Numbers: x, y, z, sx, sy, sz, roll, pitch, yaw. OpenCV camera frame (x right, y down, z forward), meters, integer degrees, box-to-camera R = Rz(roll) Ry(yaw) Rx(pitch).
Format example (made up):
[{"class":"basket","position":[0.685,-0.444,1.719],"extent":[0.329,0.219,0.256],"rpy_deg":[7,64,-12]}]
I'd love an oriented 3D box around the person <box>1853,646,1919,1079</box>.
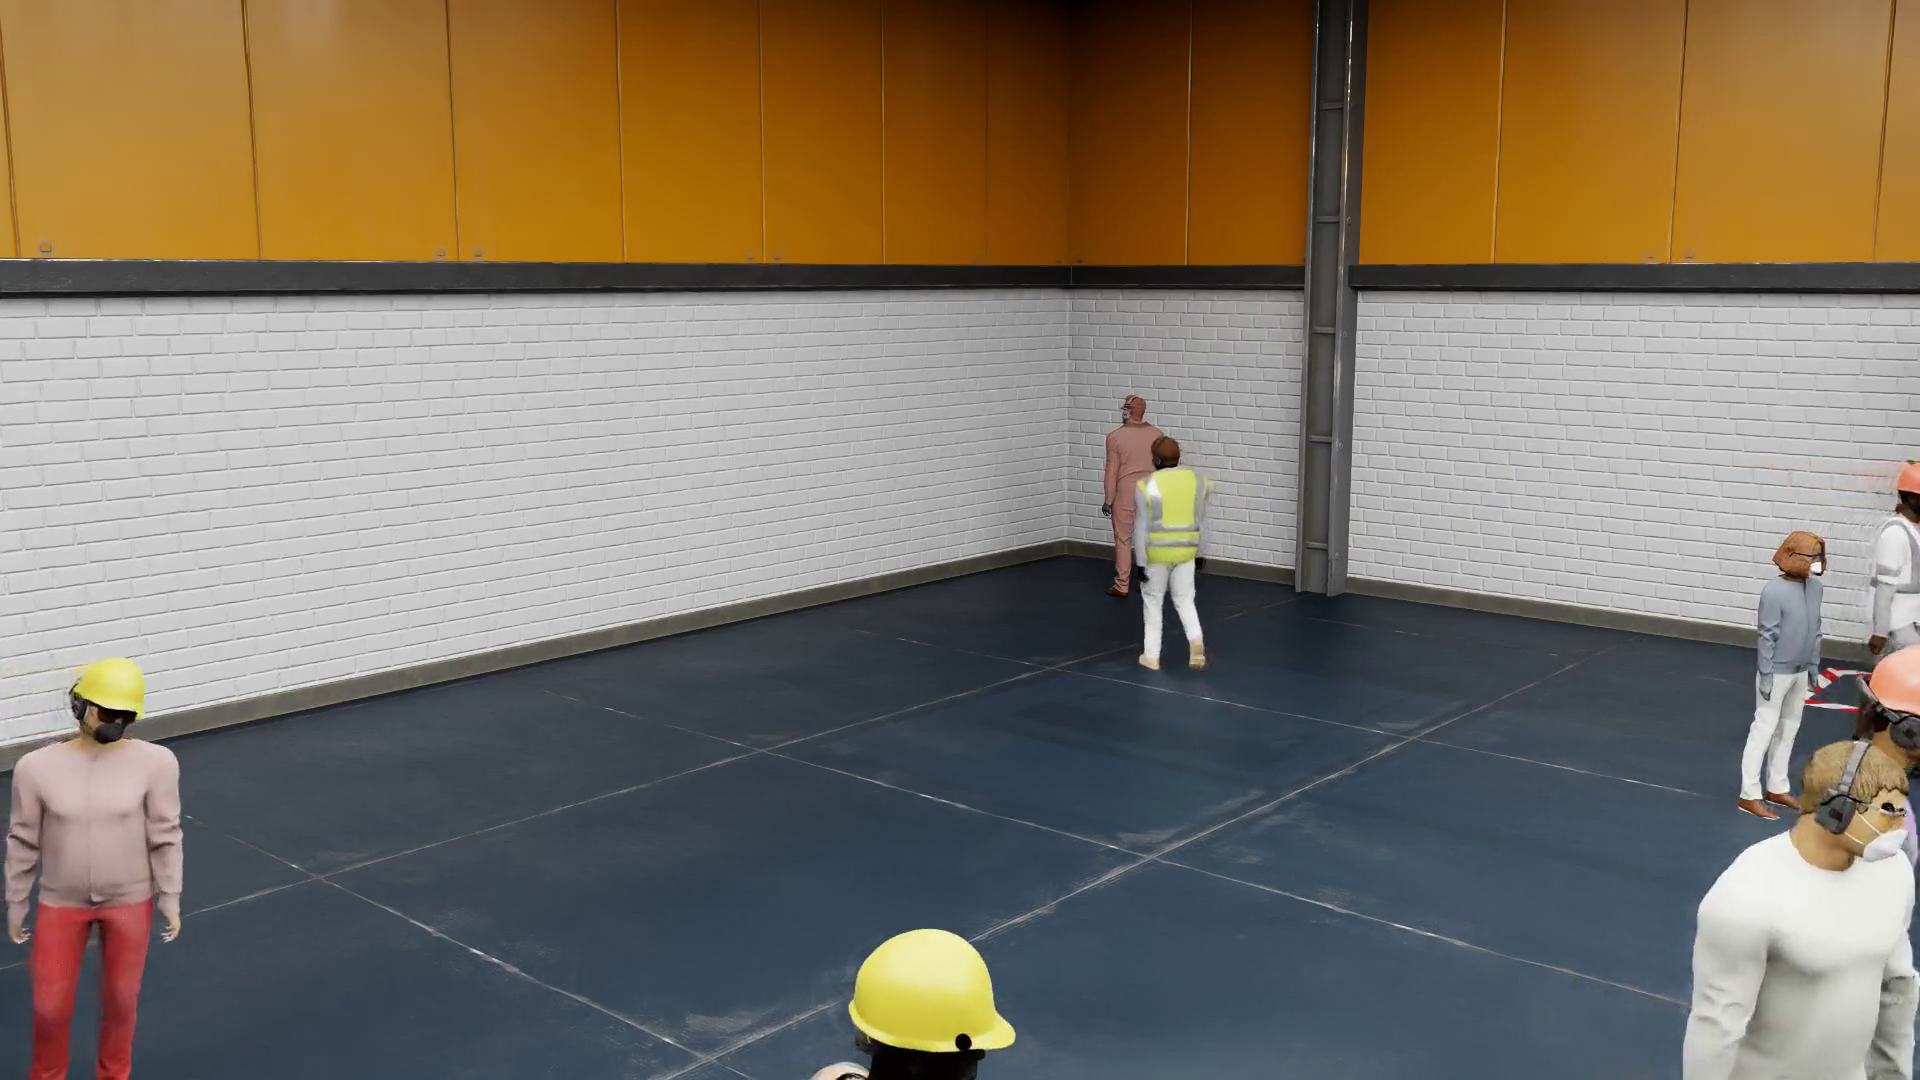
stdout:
[{"class":"person","position":[2.489,1.259,4.969],"extent":[0.872,2.000,0.626],"rpy_deg":[4,10,22]}]

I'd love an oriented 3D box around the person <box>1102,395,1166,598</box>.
[{"class":"person","position":[1.630,-0.412,15.704],"extent":[0.651,1.912,0.410],"rpy_deg":[-4,10,-23]}]

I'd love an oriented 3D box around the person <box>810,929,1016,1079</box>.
[{"class":"person","position":[-0.166,1.615,3.027],"extent":[0.540,1.896,0.668],"rpy_deg":[-3,9,-16]}]

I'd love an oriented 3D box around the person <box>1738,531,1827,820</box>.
[{"class":"person","position":[4.636,0.749,9.323],"extent":[0.496,1.627,0.284],"rpy_deg":[-5,11,-31]}]

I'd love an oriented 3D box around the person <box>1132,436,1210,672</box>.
[{"class":"person","position":[1.606,0.121,12.643],"extent":[0.633,1.823,0.673],"rpy_deg":[-2,9,-15]}]

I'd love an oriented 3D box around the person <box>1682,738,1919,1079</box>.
[{"class":"person","position":[2.096,1.412,4.232],"extent":[0.715,1.920,0.469],"rpy_deg":[-4,10,-24]}]

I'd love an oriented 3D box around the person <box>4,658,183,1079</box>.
[{"class":"person","position":[-3.001,1.257,5.803],"extent":[0.566,1.731,0.388],"rpy_deg":[-4,10,-23]}]

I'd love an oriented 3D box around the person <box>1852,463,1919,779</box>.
[{"class":"person","position":[5.798,0.490,10.060],"extent":[0.722,1.914,0.547],"rpy_deg":[6,11,34]}]
